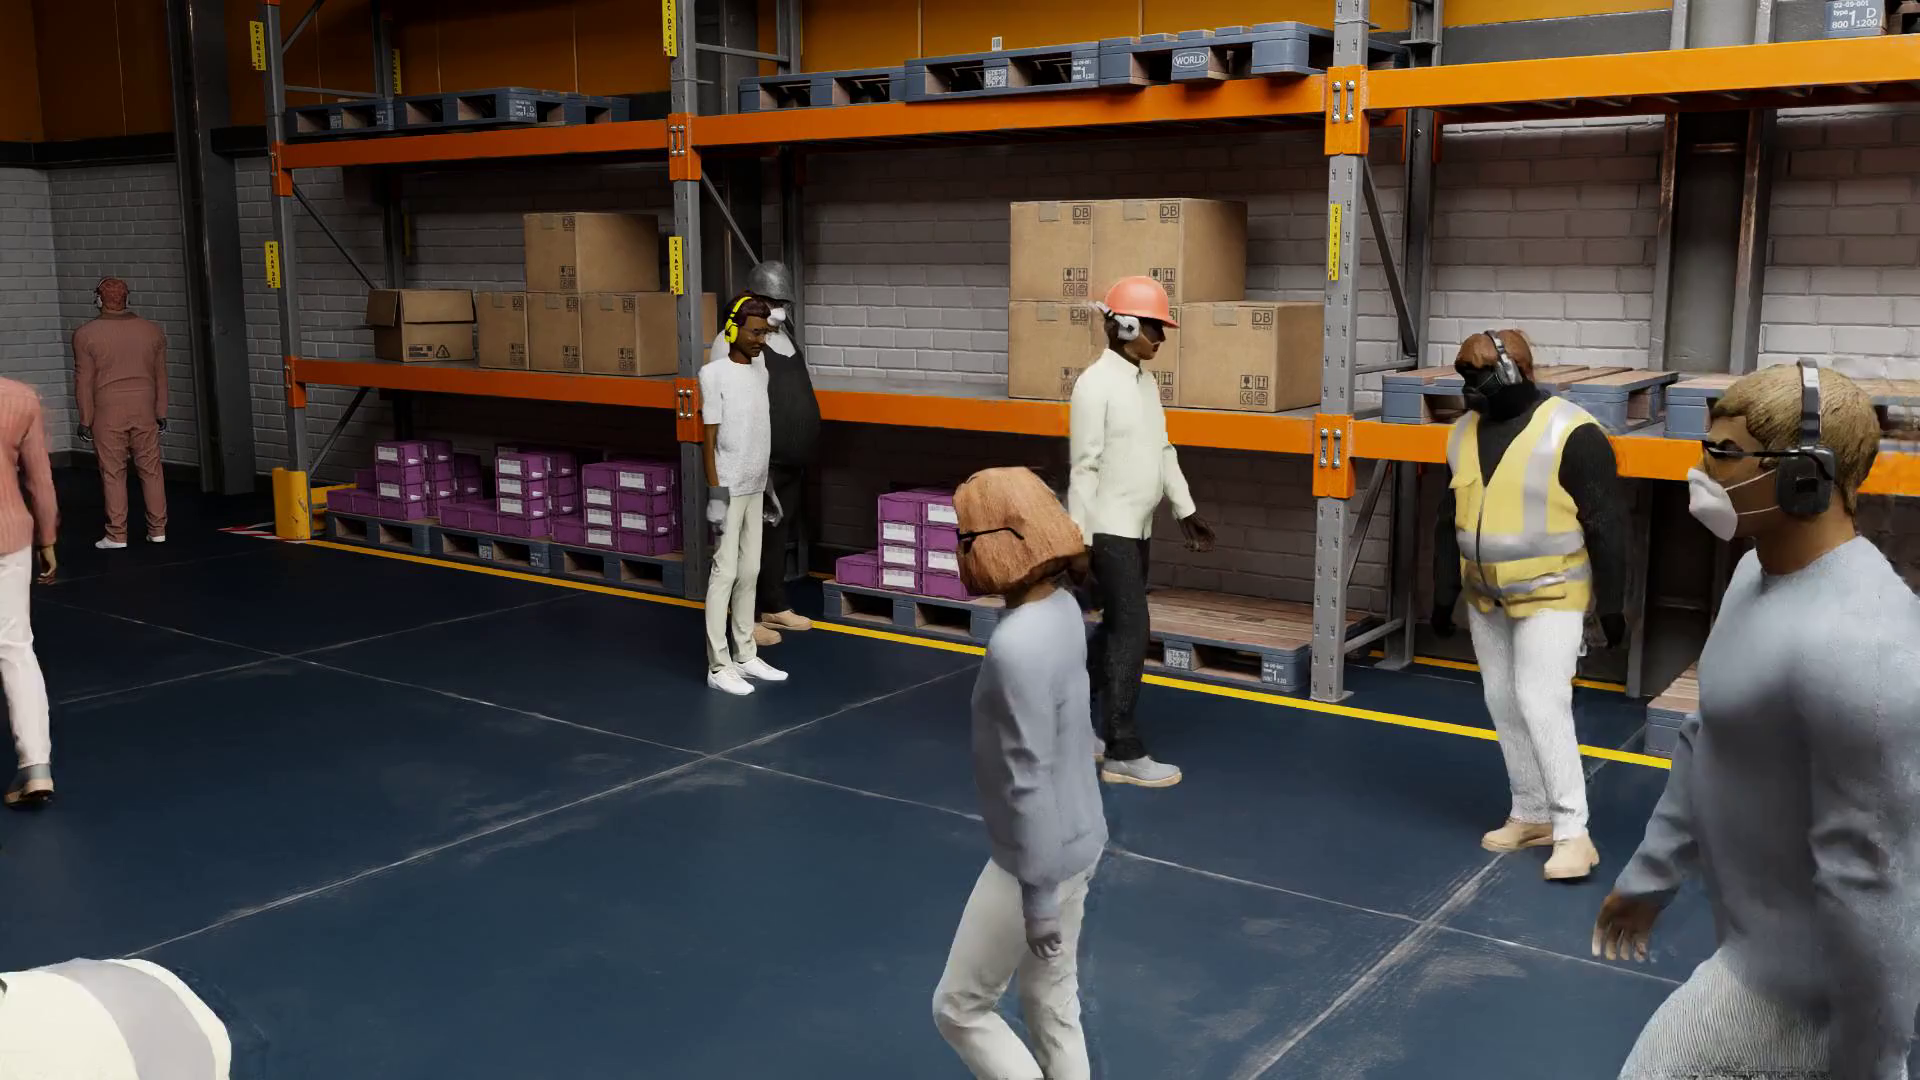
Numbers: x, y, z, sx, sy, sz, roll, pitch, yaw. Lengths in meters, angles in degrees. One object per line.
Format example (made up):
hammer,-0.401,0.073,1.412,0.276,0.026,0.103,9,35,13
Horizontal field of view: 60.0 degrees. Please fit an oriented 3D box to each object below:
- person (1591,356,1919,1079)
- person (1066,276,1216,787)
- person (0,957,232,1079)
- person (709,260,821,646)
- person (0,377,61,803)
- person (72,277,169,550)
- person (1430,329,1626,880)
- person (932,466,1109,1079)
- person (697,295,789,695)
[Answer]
person,1.272,0.658,2.614,1.045,1.887,0.627,4,10,23
person,0.626,-0.055,6.588,0.665,1.959,0.638,5,11,26
person,-0.843,0.926,1.293,0.938,1.781,0.596,5,11,29
person,-1.000,-0.478,8.887,0.536,2.000,0.672,4,10,22
person,-3.696,0.014,6.245,0.636,1.951,1.009,-9,13,-42
person,-5.900,-0.884,11.703,0.410,1.908,0.643,7,12,37
person,1.887,0.198,5.598,0.484,1.802,0.648,-5,11,-29
person,0.133,0.657,3.409,0.353,1.617,0.505,3,10,18
person,-1.025,-0.217,7.860,0.328,1.865,0.517,5,11,27
